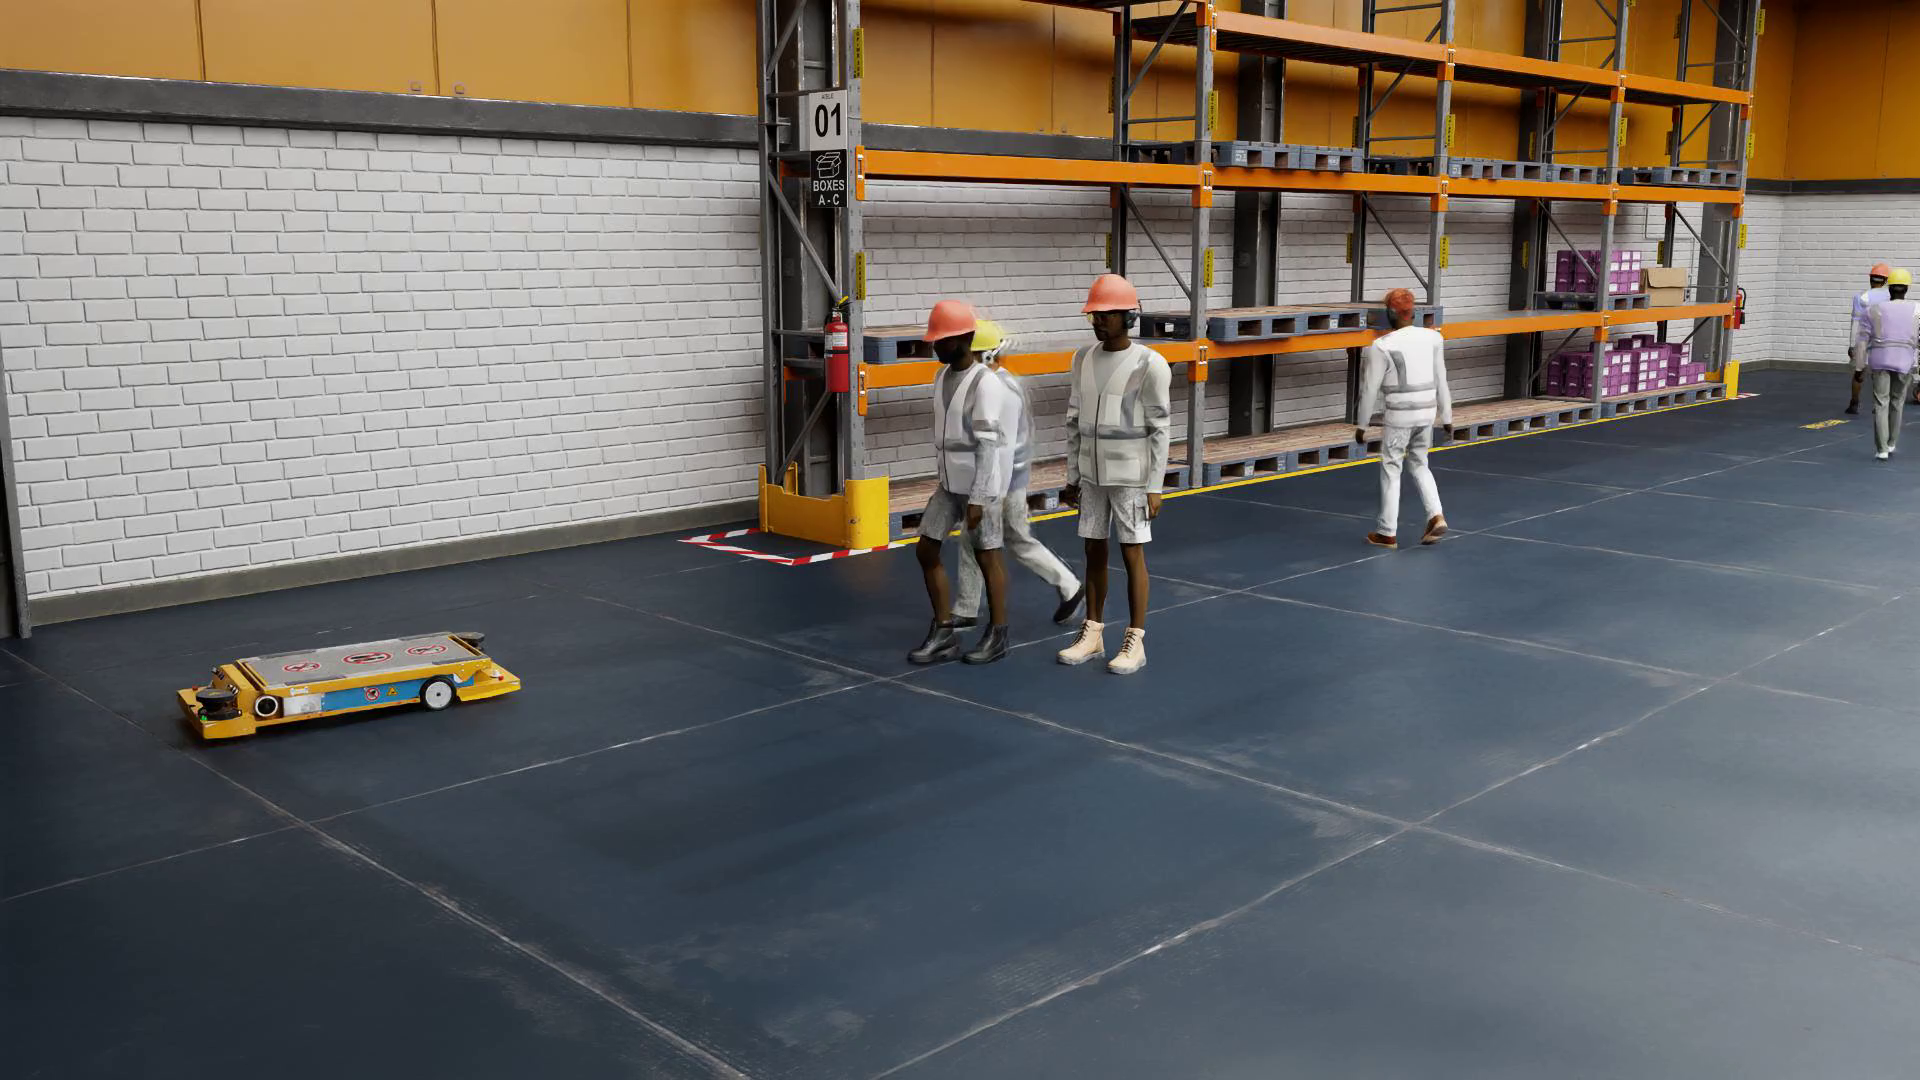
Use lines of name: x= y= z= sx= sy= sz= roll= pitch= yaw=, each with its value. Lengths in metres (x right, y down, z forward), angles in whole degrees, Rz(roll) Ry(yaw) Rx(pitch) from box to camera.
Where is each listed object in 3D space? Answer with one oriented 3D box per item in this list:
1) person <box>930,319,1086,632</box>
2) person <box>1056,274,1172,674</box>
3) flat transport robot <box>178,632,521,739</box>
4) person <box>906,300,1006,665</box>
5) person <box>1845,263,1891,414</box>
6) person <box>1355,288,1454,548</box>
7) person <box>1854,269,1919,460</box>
person: x=0.298 y=-0.356 z=9.400 sx=0.877 sy=1.789 sz=0.592 roll=-3 pitch=11 yaw=-17
person: x=0.780 y=-0.331 z=8.542 sx=0.608 sy=2.045 sz=0.392 roll=9 pitch=14 yaw=41
flat transport robot: x=-2.904 y=0.667 z=7.935 sx=1.431 sy=0.197 sz=0.652 roll=-7 pitch=12 yaw=-33
person: x=-0.013 y=-0.273 z=8.584 sx=0.683 sy=1.905 sz=0.575 roll=-8 pitch=13 yaw=-36
person: x=11.341 y=-2.468 z=20.615 sx=0.556 sy=1.910 sz=0.817 roll=2 pitch=11 yaw=9
person: x=3.176 y=-0.833 z=11.778 sx=0.639 sy=1.863 sz=0.720 roll=-4 pitch=11 yaw=-22
person: x=9.397 y=-1.776 z=16.821 sx=0.617 sy=1.888 sz=0.898 roll=4 pitch=11 yaw=22
